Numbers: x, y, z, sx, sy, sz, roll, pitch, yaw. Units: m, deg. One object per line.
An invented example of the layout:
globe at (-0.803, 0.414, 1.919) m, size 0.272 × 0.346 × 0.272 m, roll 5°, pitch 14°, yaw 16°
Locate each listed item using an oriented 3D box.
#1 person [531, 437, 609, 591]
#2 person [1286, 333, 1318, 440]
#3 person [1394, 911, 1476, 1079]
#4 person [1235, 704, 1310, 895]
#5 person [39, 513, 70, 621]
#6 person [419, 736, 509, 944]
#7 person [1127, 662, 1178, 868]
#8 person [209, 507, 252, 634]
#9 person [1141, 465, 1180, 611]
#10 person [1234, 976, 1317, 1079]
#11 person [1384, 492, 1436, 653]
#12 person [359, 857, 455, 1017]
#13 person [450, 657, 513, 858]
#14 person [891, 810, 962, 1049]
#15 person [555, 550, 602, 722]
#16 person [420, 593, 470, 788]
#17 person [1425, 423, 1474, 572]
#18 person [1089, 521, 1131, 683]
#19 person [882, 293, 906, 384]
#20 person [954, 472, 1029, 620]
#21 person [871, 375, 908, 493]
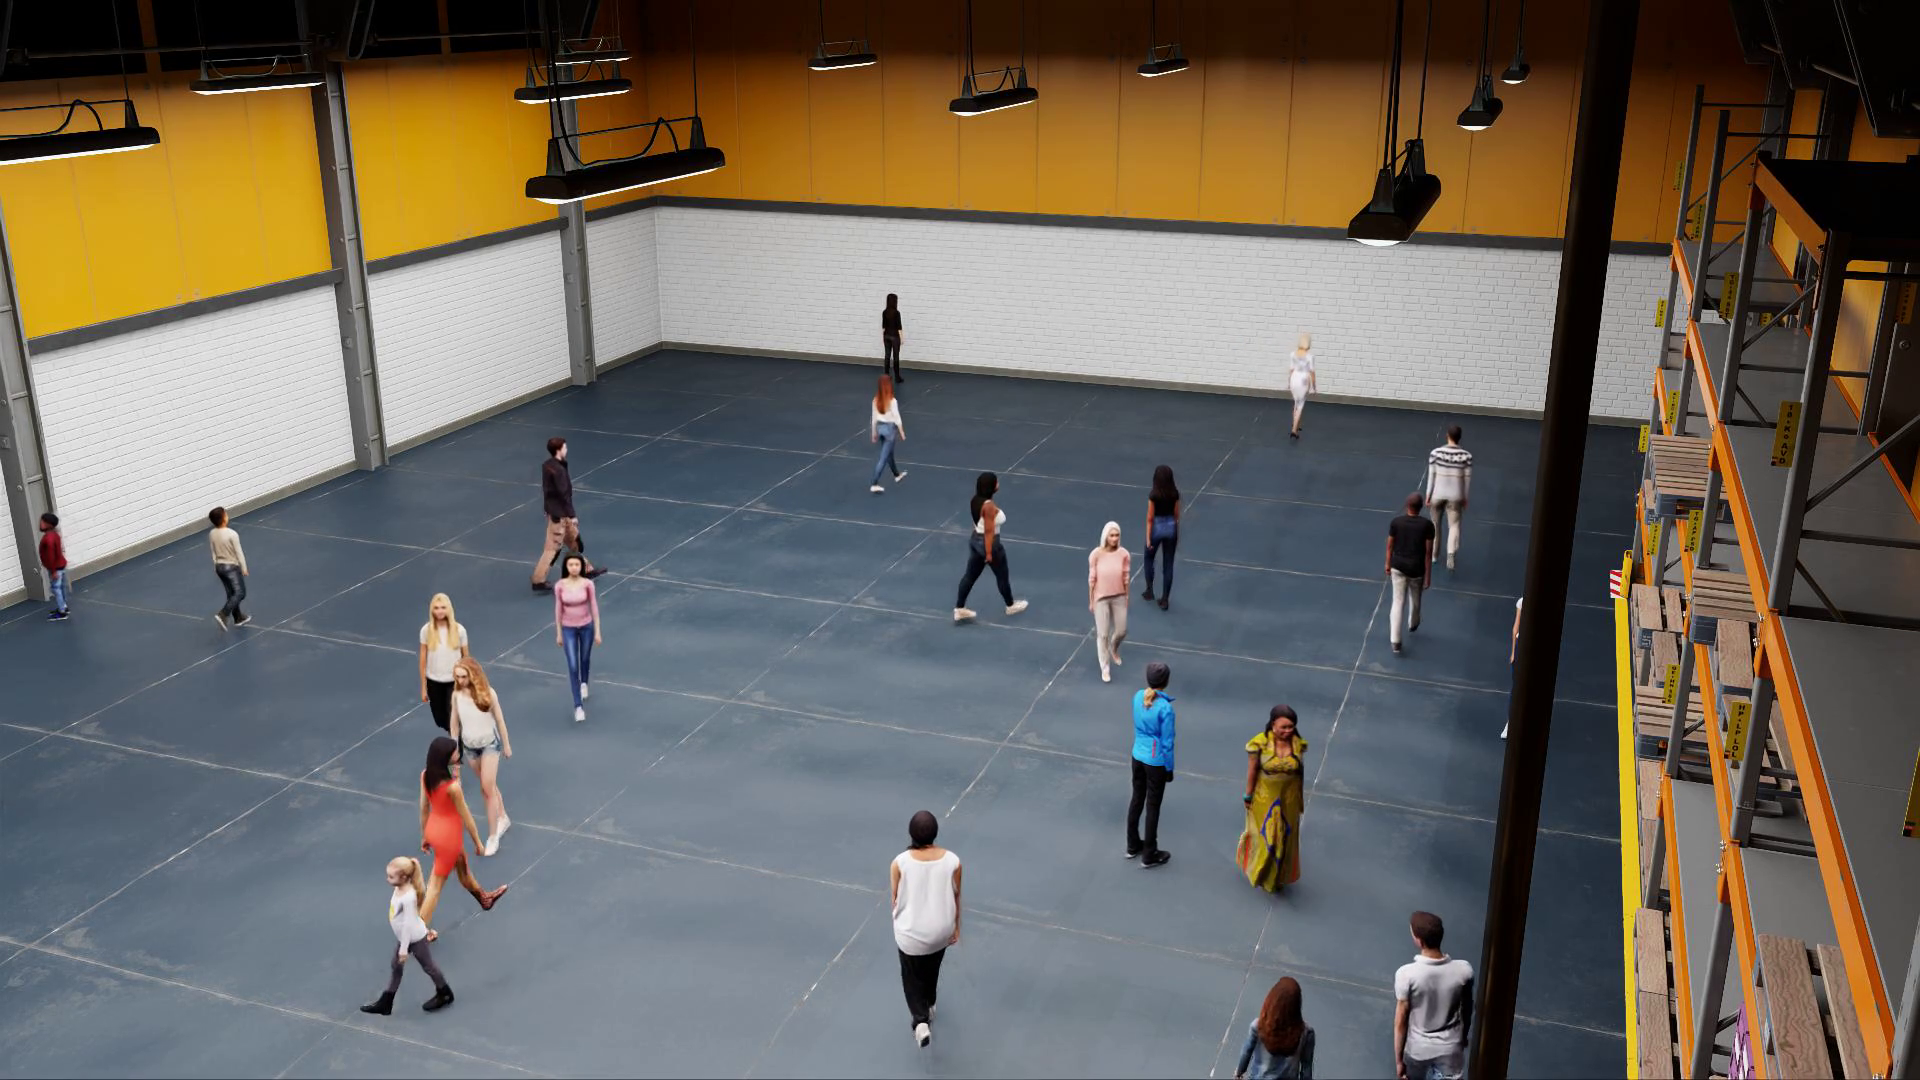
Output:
person at (-4.929, -0.273, 20.116) m, size 1.318 × 1.876 × 1.214 m, roll -10°, pitch 21°, yaw -27°
person at (5.454, -2.468, 26.862) m, size 0.750 × 1.732 × 0.861 m, roll 16°, pitch 24°, yaw 39°
person at (2.878, 3.163, 10.033) m, size 0.880 × 1.800 × 1.291 m, roll 2°, pitch 19°, yaw 6°
person at (2.516, 2.062, 13.545) m, size 0.908 × 1.645 × 0.973 m, roll -5°, pitch 19°, yaw -14°
person at (-10.521, 0.292, 19.415) m, size 0.680 × 1.253 × 0.606 m, roll -6°, pitch 20°, yaw -18°
person at (-3.985, 2.346, 12.672) m, size 0.823 × 1.665 × 1.201 m, roll 12°, pitch 22°, yaw 32°
person at (1.590, 1.859, 13.909) m, size 0.710 × 1.797 × 0.692 m, roll -13°, pitch 23°, yaw -34°
person at (-8.346, 0.355, 18.920) m, size 0.576 × 1.450 × 0.856 m, roll 5°, pitch 19°, yaw 15°
person at (2.414, -0.007, 19.577) m, size 0.770 × 1.717 × 0.868 m, roll -3°, pitch 19°, yaw -9°
person at (1.905, 3.359, 10.015) m, size 0.841 × 1.440 × 1.084 m, roll -1°, pitch 19°, yaw -4°
person at (4.919, 0.393, 18.340) m, size 0.705 × 1.747 × 1.194 m, roll 7°, pitch 20°, yaw 21°
person at (-3.850, 2.826, 11.899) m, size 0.934 × 1.247 × 0.827 m, roll -11°, pitch 21°, yaw -29°
person at (-4.063, 1.762, 14.295) m, size 0.665 × 1.735 × 0.881 m, roll 3°, pitch 19°, yaw 8°
person at (-0.252, 2.719, 11.568) m, size 0.960 × 1.662 × 1.107 m, roll -4°, pitch 19°, yaw -11°
person at (-3.865, 0.914, 16.888) m, size 1.022 × 1.687 × 1.212 m, roll -4°, pitch 19°, yaw -13°
person at (-4.768, 1.340, 15.447) m, size 0.969 × 1.799 × 1.207 m, roll -3°, pitch 19°, yaw -9°
person at (6.133, -0.521, 20.918) m, size 0.739 × 1.834 × 0.999 m, roll 5°, pitch 19°, yaw 13°
person at (1.579, 0.611, 17.743) m, size 0.784 × 1.716 × 0.888 m, roll -2°, pitch 19°, yaw -5°
person at (-1.264, -3.740, 30.782) m, size 0.615 × 1.640 × 0.560 m, roll 11°, pitch 21°, yaw 29°
person at (0.206, 0.116, 19.137) m, size 1.199 × 1.764 × 1.136 m, roll -9°, pitch 20°, yaw -24°
person at (-1.115, -1.506, 24.083) m, size 0.865 × 1.681 × 1.210 m, roll 15°, pitch 24°, yaw 38°
